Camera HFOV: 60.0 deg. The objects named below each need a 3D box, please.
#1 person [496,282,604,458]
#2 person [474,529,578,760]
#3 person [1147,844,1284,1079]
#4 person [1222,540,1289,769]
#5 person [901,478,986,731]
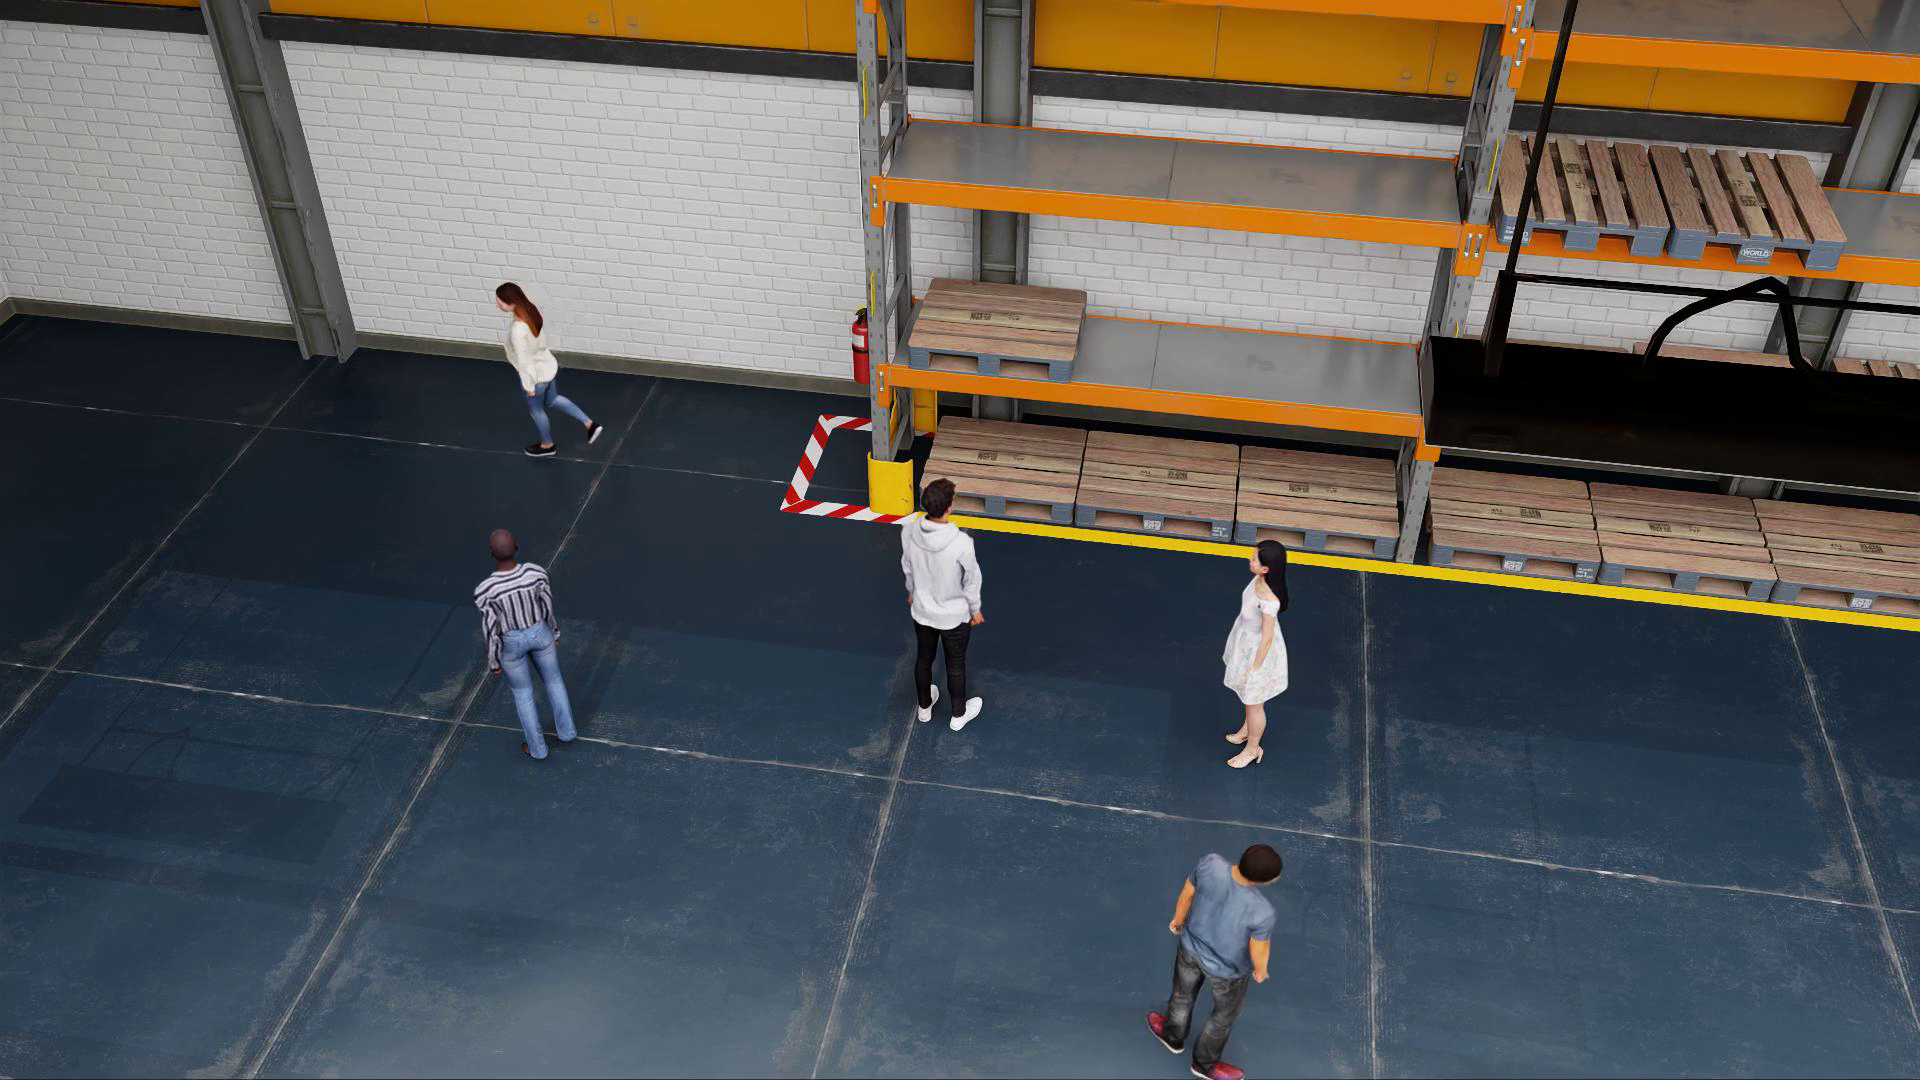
[{"bbox_3d":[-3.225,-1.298,12.972,0.913,1.663,0.712,6,39,8],"label":"person"},{"bbox_3d":[-2.720,0.664,10.410,0.708,1.794,0.762,-25,45,-28],"label":"person"},{"bbox_3d":[1.255,2.119,8.611,0.754,1.766,0.904,21,43,24],"label":"person"},{"bbox_3d":[1.842,0.716,10.369,0.628,1.764,0.648,4,39,5],"label":"person"},{"bbox_3d":[-0.123,0.423,10.604,0.611,1.930,0.792,15,41,18],"label":"person"}]
